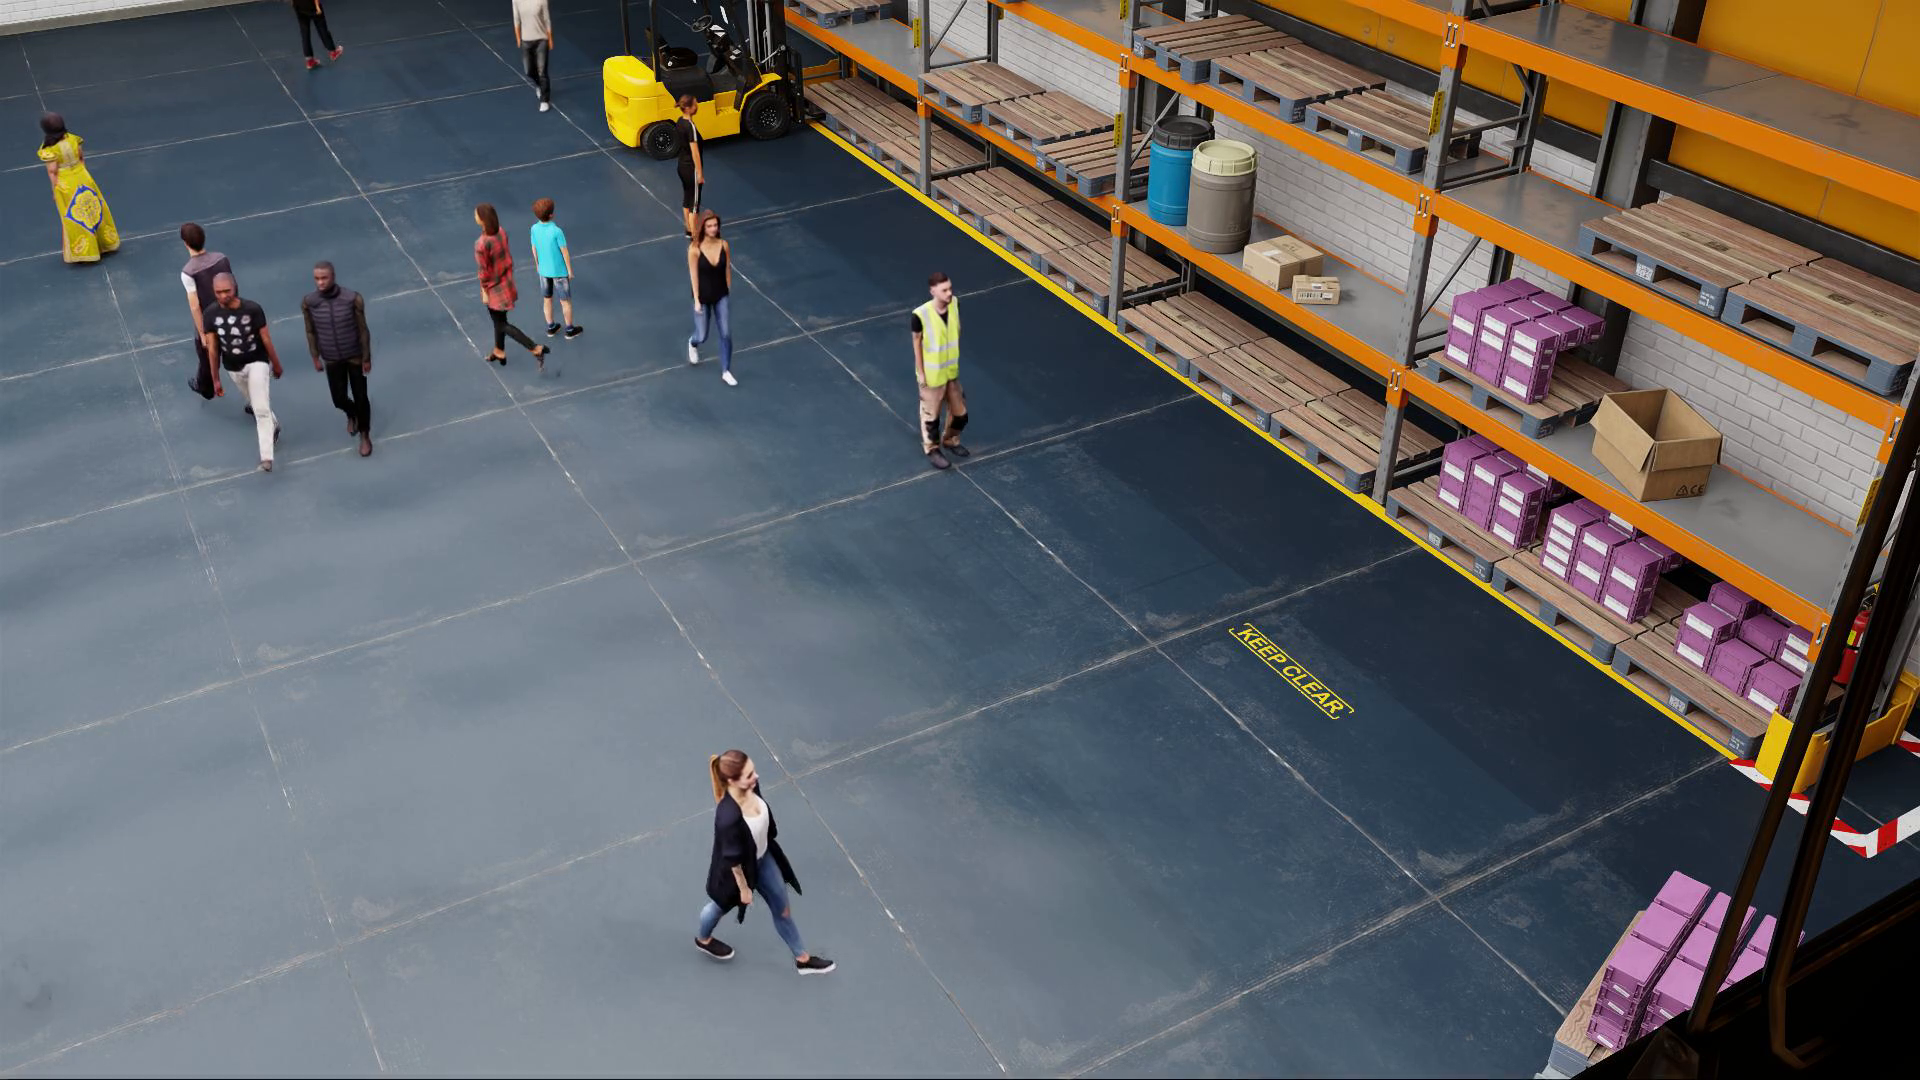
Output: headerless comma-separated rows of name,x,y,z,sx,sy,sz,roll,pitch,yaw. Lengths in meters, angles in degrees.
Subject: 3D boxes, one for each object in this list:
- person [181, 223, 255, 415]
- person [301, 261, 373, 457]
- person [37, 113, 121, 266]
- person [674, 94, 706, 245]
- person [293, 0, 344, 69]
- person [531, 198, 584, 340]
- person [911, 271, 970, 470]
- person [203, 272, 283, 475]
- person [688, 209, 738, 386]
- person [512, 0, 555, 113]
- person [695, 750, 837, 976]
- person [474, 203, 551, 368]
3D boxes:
person,-6.586,-1.924,14.948,1.243,1.808,0.952,21,39,28
person,-5.337,-1.624,14.482,0.825,1.824,0.882,-5,34,-7
person,-9.555,-3.798,17.902,1.036,1.659,1.000,12,36,18
person,-2.983,-4.102,18.350,0.645,1.669,0.466,-15,37,-22
person,-9.251,-7.525,23.441,0.996,1.734,1.075,7,34,11
person,-4.024,-2.689,16.423,0.586,1.449,0.652,10,35,14
person,-0.226,-1.485,14.263,0.729,1.834,0.740,-23,40,-31
person,-6.135,-1.509,14.379,1.001,1.745,1.339,-5,34,-7
person,-2.370,-2.300,15.607,0.576,1.704,0.907,-19,38,-26
person,-5.616,-6.647,22.063,0.858,1.798,0.955,-1,34,-1
person,-1.312,1.849,9.432,1.184,1.631,1.089,11,35,15
person,-4.297,-2.359,15.716,1.086,1.682,1.010,9,35,14
